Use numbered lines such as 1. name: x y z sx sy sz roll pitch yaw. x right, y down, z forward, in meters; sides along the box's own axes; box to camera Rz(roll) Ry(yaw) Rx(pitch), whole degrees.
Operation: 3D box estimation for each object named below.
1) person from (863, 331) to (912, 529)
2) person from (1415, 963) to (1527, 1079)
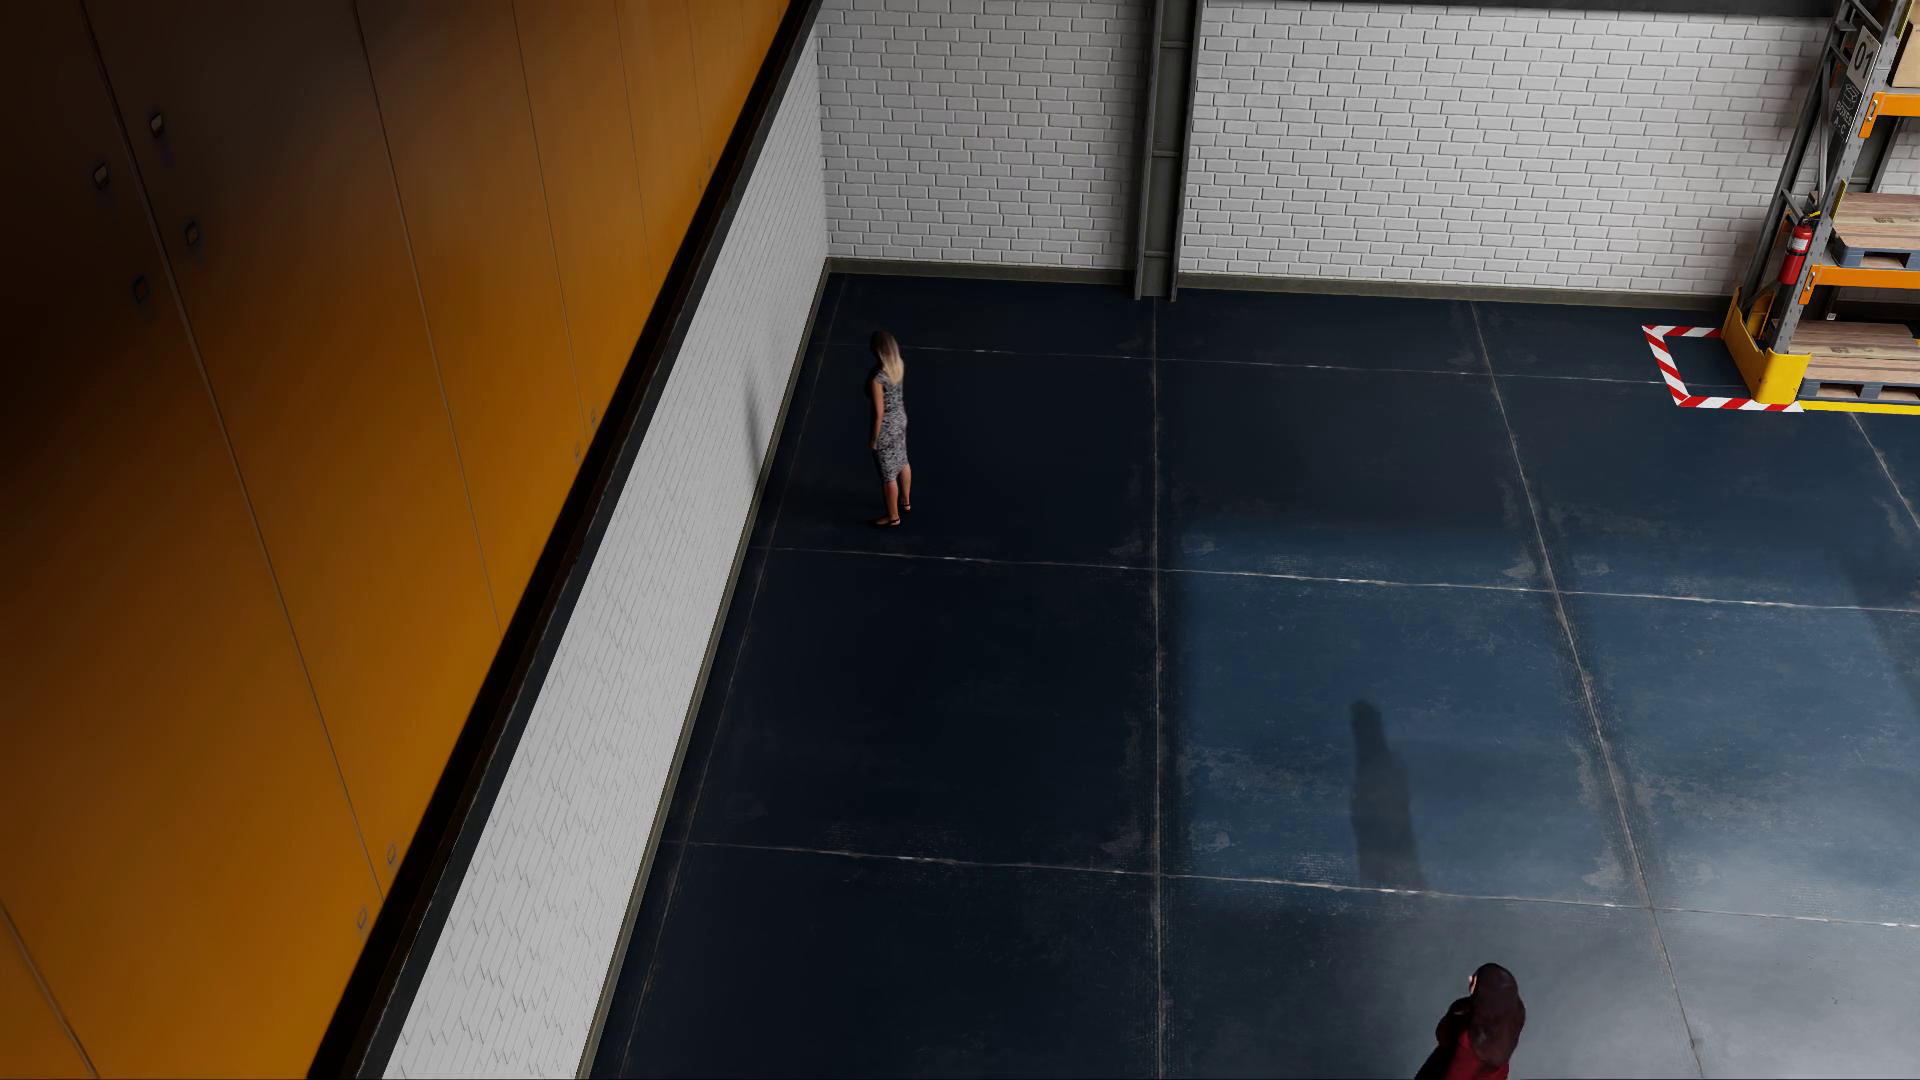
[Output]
1. person: -0.542 -0.843 12.683 0.620 1.703 0.637 18 42 22
2. person: 2.576 2.712 8.196 0.831 1.746 0.800 25 45 28
